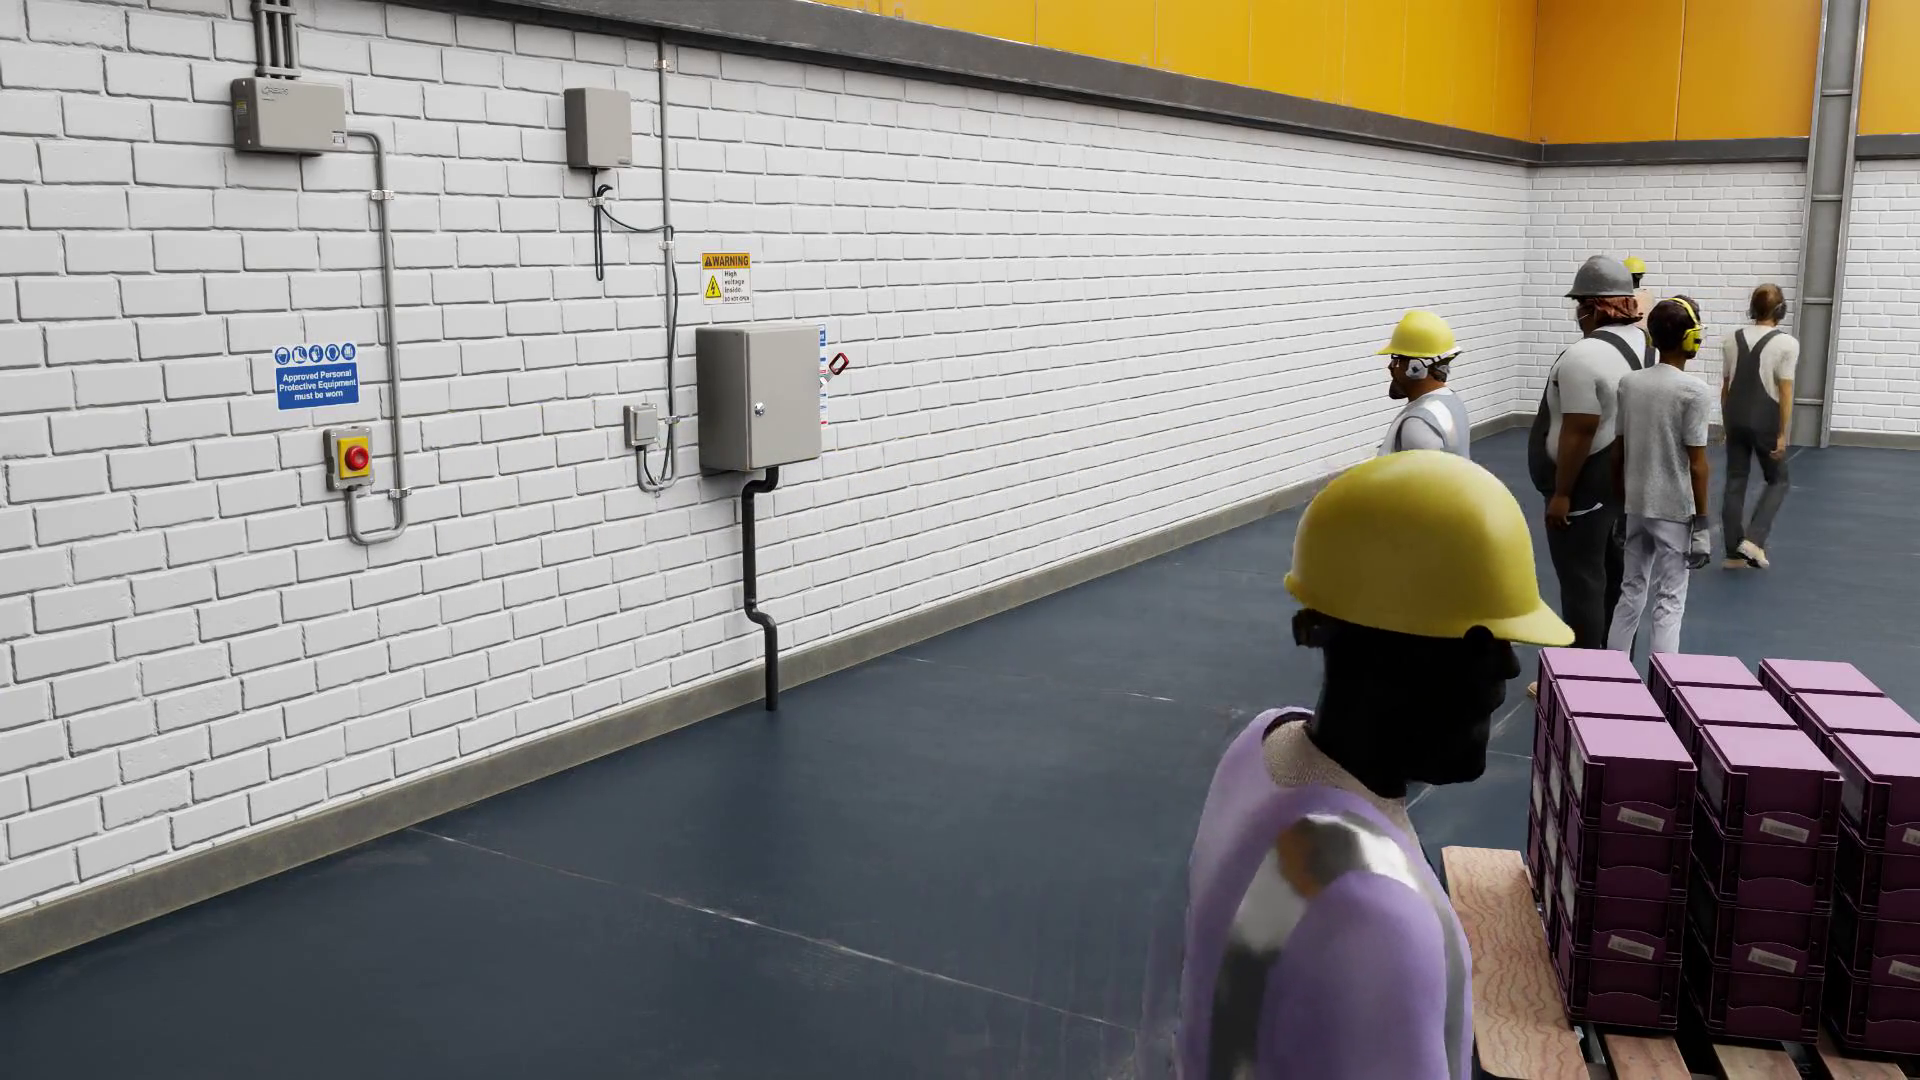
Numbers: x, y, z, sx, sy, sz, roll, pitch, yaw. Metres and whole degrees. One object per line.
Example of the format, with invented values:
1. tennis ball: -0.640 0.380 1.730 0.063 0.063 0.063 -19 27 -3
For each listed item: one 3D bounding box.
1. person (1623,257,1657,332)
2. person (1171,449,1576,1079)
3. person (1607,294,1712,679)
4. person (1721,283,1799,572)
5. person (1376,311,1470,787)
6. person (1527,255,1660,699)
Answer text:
1. person: 6.857 -1.923 17.034 0.584 1.928 0.373 -8 13 -38
2. person: 0.506 0.840 1.856 0.971 1.874 0.619 1 10 7
3. person: 2.974 -0.090 7.042 0.327 1.872 0.516 -4 11 -23
4. person: 5.027 -0.696 10.501 0.401 1.832 0.503 -8 13 -37
5. person: 1.749 0.037 6.440 0.404 1.833 0.587 4 11 23
6. person: 2.850 -0.271 7.568 0.686 2.000 0.535 -8 13 -37
